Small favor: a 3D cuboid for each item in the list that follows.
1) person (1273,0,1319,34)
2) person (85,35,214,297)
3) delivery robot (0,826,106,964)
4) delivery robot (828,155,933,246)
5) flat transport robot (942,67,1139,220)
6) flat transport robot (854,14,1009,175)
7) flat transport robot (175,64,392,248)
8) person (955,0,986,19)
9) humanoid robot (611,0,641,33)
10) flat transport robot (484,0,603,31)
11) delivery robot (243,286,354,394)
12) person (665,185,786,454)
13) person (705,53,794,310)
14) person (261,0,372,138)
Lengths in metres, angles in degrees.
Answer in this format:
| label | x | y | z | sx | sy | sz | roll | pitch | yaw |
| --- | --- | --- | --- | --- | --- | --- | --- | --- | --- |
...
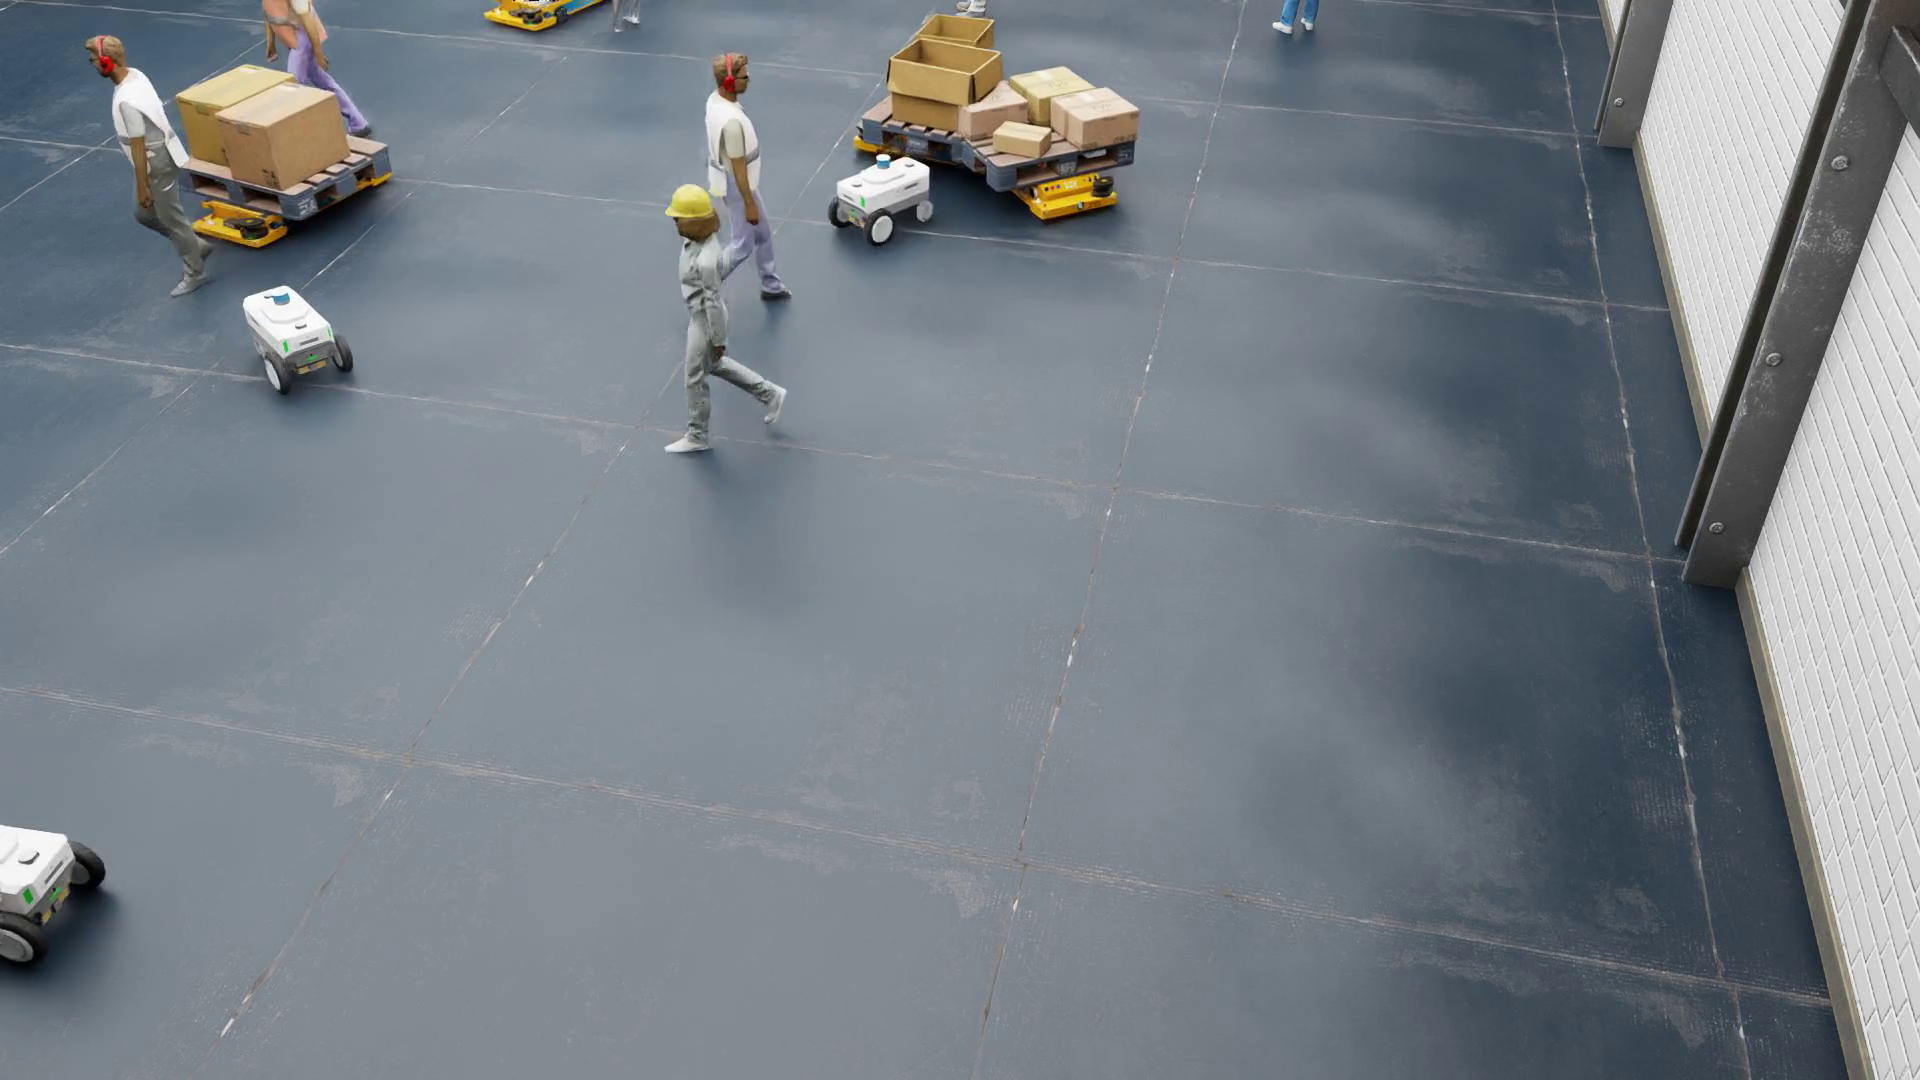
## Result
| label | x | y | z | sx | sy | sz | roll | pitch | yaw |
| --- | --- | --- | --- | --- | --- | --- | --- | --- | --- |
| person | 3.235 | -5.595 | 15.487 | 0.494 | 1.729 | 0.365 | -13 | 39 | -16 |
| person | -5.476 | -2.524 | 11.299 | 0.449 | 1.823 | 0.625 | -22 | 42 | -27 |
| delivery robot | -4.119 | 1.423 | 7.069 | 0.759 | 0.587 | 0.505 | 6 | 37 | 8 |
| delivery robot | -0.572 | -2.593 | 12.424 | 0.745 | 0.565 | 0.499 | -29 | 46 | -33 |
| flat transport robot | 0.605 | -2.950 | 13.166 | 0.659 | 0.231 | 1.431 | -16 | 40 | -21 |
| flat transport robot | -0.092 | -3.274 | 13.600 | 1.431 | 0.231 | 0.659 | 17 | 40 | 21 |
| flat transport robot | -5.126 | -2.664 | 12.783 | 0.659 | 0.231 | 1.431 | 17 | 40 | 21 |
| person | 0.127 | -5.880 | 15.741 | 0.356 | 1.882 | 0.573 | 3 | 37 | 4 |
| humanoid robot | -3.189 | -5.612 | 15.528 | 0.539 | 1.786 | 0.813 | -31 | 46 | -34 |
| flat transport robot | -3.946 | -5.358 | 16.388 | 0.659 | 0.231 | 1.431 | 20 | 41 | 25 |
| delivery robot | -4.331 | -1.344 | 10.773 | 0.499 | 0.589 | 0.784 | -27 | 44 | -31 |
| person | -1.433 | -1.293 | 9.730 | 0.703 | 1.721 | 0.489 | -6 | 37 | -8 |
| person | -1.502 | -2.326 | 11.083 | 0.837 | 1.849 | 0.576 | -7 | 37 | -9 |
| person | -5.268 | -3.950 | 13.234 | 0.890 | 1.789 | 0.565 | -24 | 43 | -29 |
